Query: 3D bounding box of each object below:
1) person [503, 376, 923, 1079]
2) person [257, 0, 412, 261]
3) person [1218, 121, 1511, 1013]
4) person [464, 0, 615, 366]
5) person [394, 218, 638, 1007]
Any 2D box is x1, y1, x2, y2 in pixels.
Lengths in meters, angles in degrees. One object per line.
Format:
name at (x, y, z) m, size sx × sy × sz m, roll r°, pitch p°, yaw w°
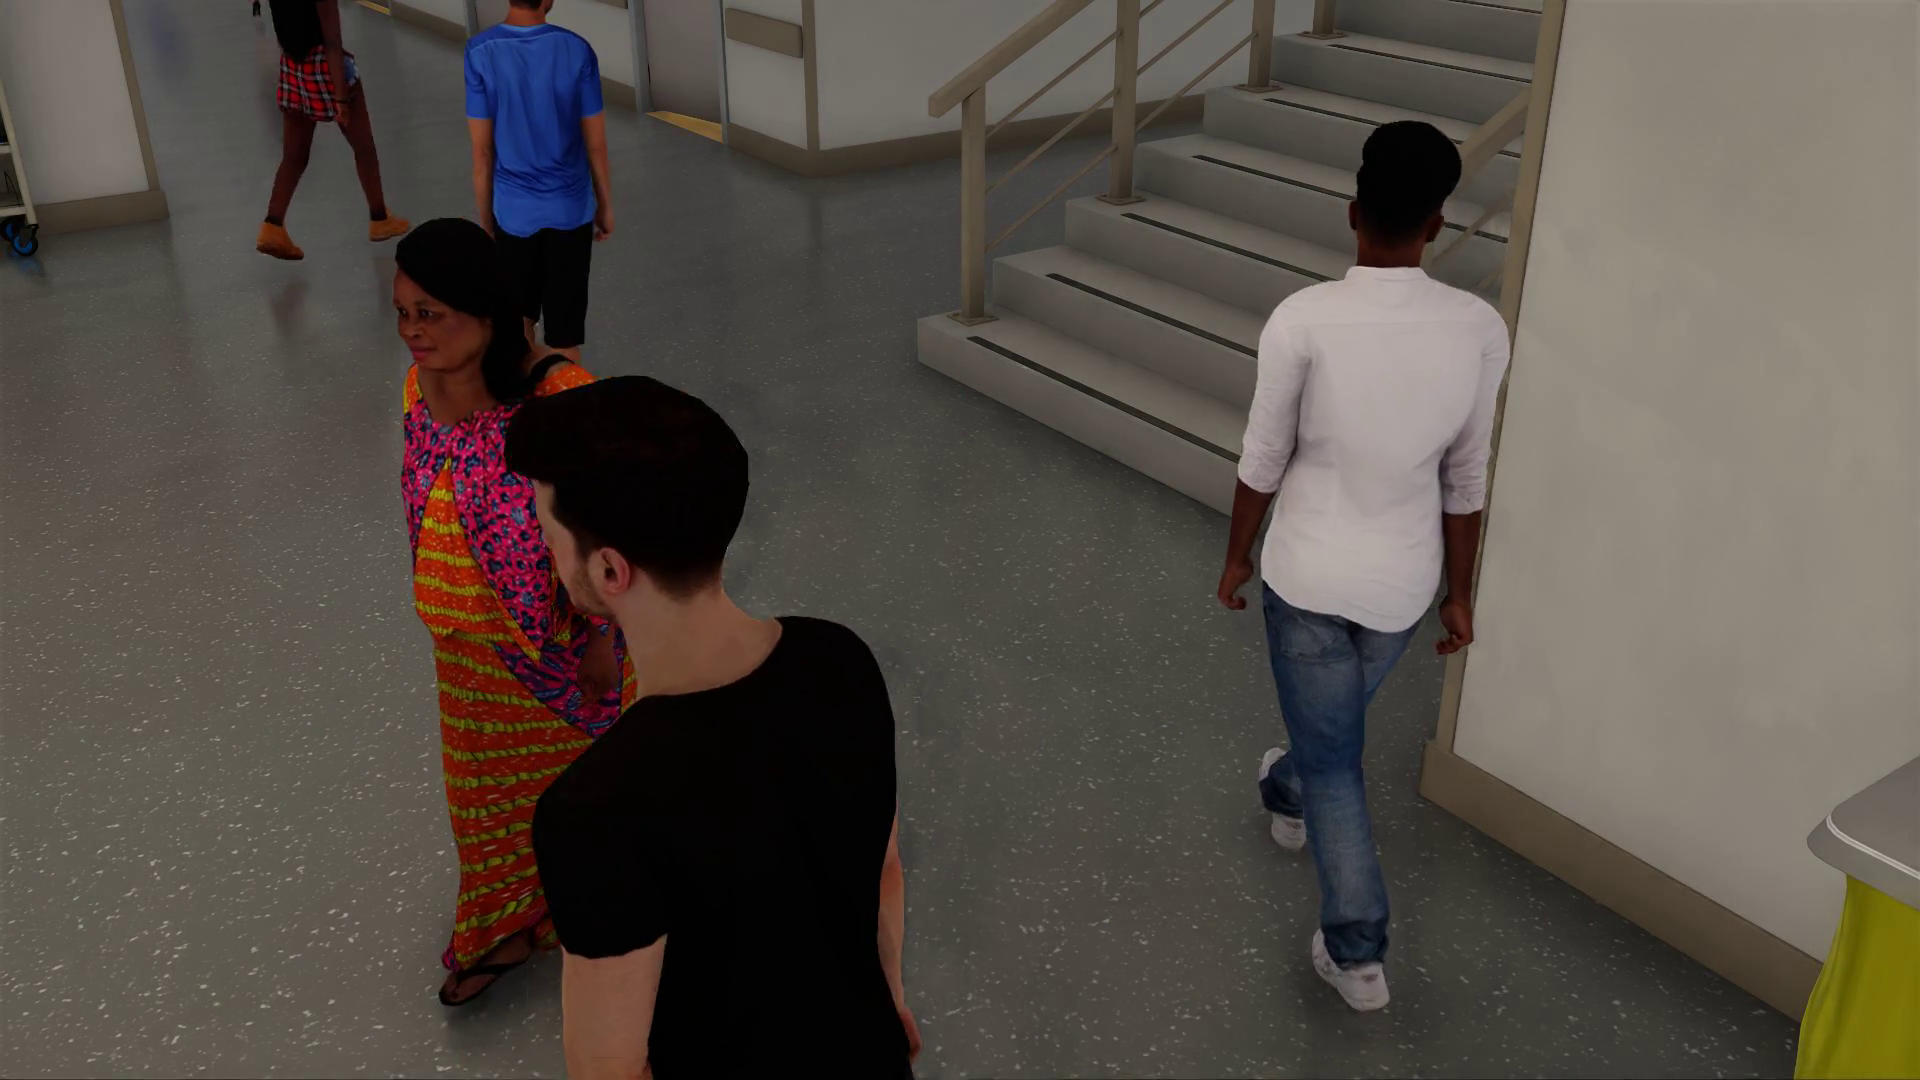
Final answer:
person at (-0.148, 0.724, 1.986) m, size 0.991 × 1.873 × 1.076 m, roll 20°, pitch 32°, yaw 36°
person at (-3.264, -2.208, 8.283) m, size 1.028 × 1.686 × 1.252 m, roll 10°, pitch 28°, yaw 21°
person at (0.813, 0.116, 3.379) m, size 1.204 × 1.759 × 1.115 m, roll -2°, pitch 26°, yaw -4°
person at (-1.446, -1.079, 5.753) m, size 0.779 × 1.849 × 0.835 m, roll -4°, pitch 26°, yaw -8°
person at (-0.841, 0.095, 3.524) m, size 1.103 × 1.670 × 1.251 m, roll 7°, pitch 27°, yaw 14°
